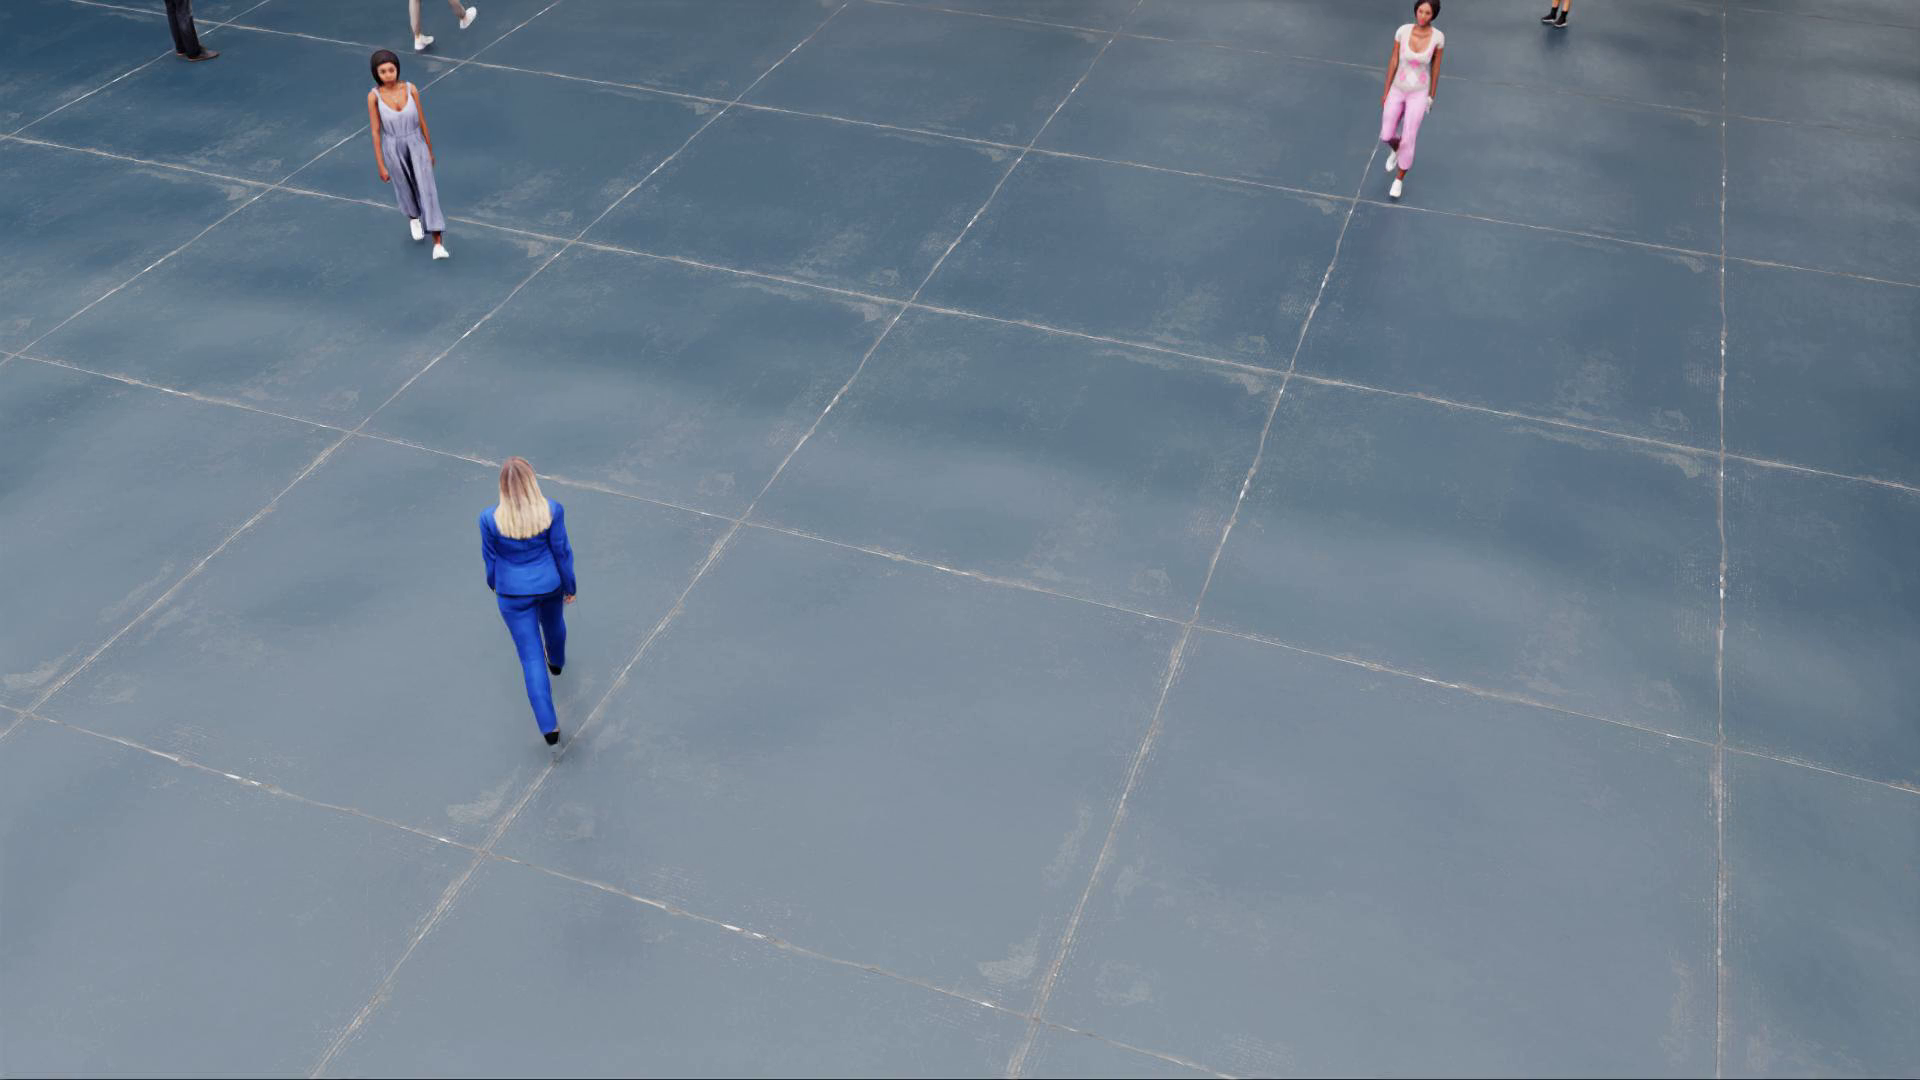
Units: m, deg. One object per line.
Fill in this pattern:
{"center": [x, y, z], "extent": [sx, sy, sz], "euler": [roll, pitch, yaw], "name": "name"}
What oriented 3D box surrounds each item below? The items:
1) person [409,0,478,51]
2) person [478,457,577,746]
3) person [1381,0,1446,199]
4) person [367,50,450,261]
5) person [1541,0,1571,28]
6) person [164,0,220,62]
{"center": [-5.432, -5.794, 16.610], "extent": [0.713, 1.793, 1.077], "euler": [11, 39, 14], "name": "person"}
{"center": [-2.277, 0.332, 8.879], "extent": [1.085, 1.670, 1.174], "euler": [-14, 40, -17], "name": "person"}
{"center": [3.820, -3.790, 14.099], "extent": [0.588, 1.729, 0.766], "euler": [14, 40, 17], "name": "person"}
{"center": [-4.438, -3.094, 13.277], "extent": [1.081, 1.648, 1.157], "euler": [-15, 40, -18], "name": "person"}
{"center": [6.328, -5.929, 17.340], "extent": [0.588, 1.107, 0.536], "euler": [-18, 42, -22], "name": "person"}
{"center": [-7.823, -5.678, 16.443], "extent": [0.758, 1.815, 0.772], "euler": [-31, 47, -33], "name": "person"}
